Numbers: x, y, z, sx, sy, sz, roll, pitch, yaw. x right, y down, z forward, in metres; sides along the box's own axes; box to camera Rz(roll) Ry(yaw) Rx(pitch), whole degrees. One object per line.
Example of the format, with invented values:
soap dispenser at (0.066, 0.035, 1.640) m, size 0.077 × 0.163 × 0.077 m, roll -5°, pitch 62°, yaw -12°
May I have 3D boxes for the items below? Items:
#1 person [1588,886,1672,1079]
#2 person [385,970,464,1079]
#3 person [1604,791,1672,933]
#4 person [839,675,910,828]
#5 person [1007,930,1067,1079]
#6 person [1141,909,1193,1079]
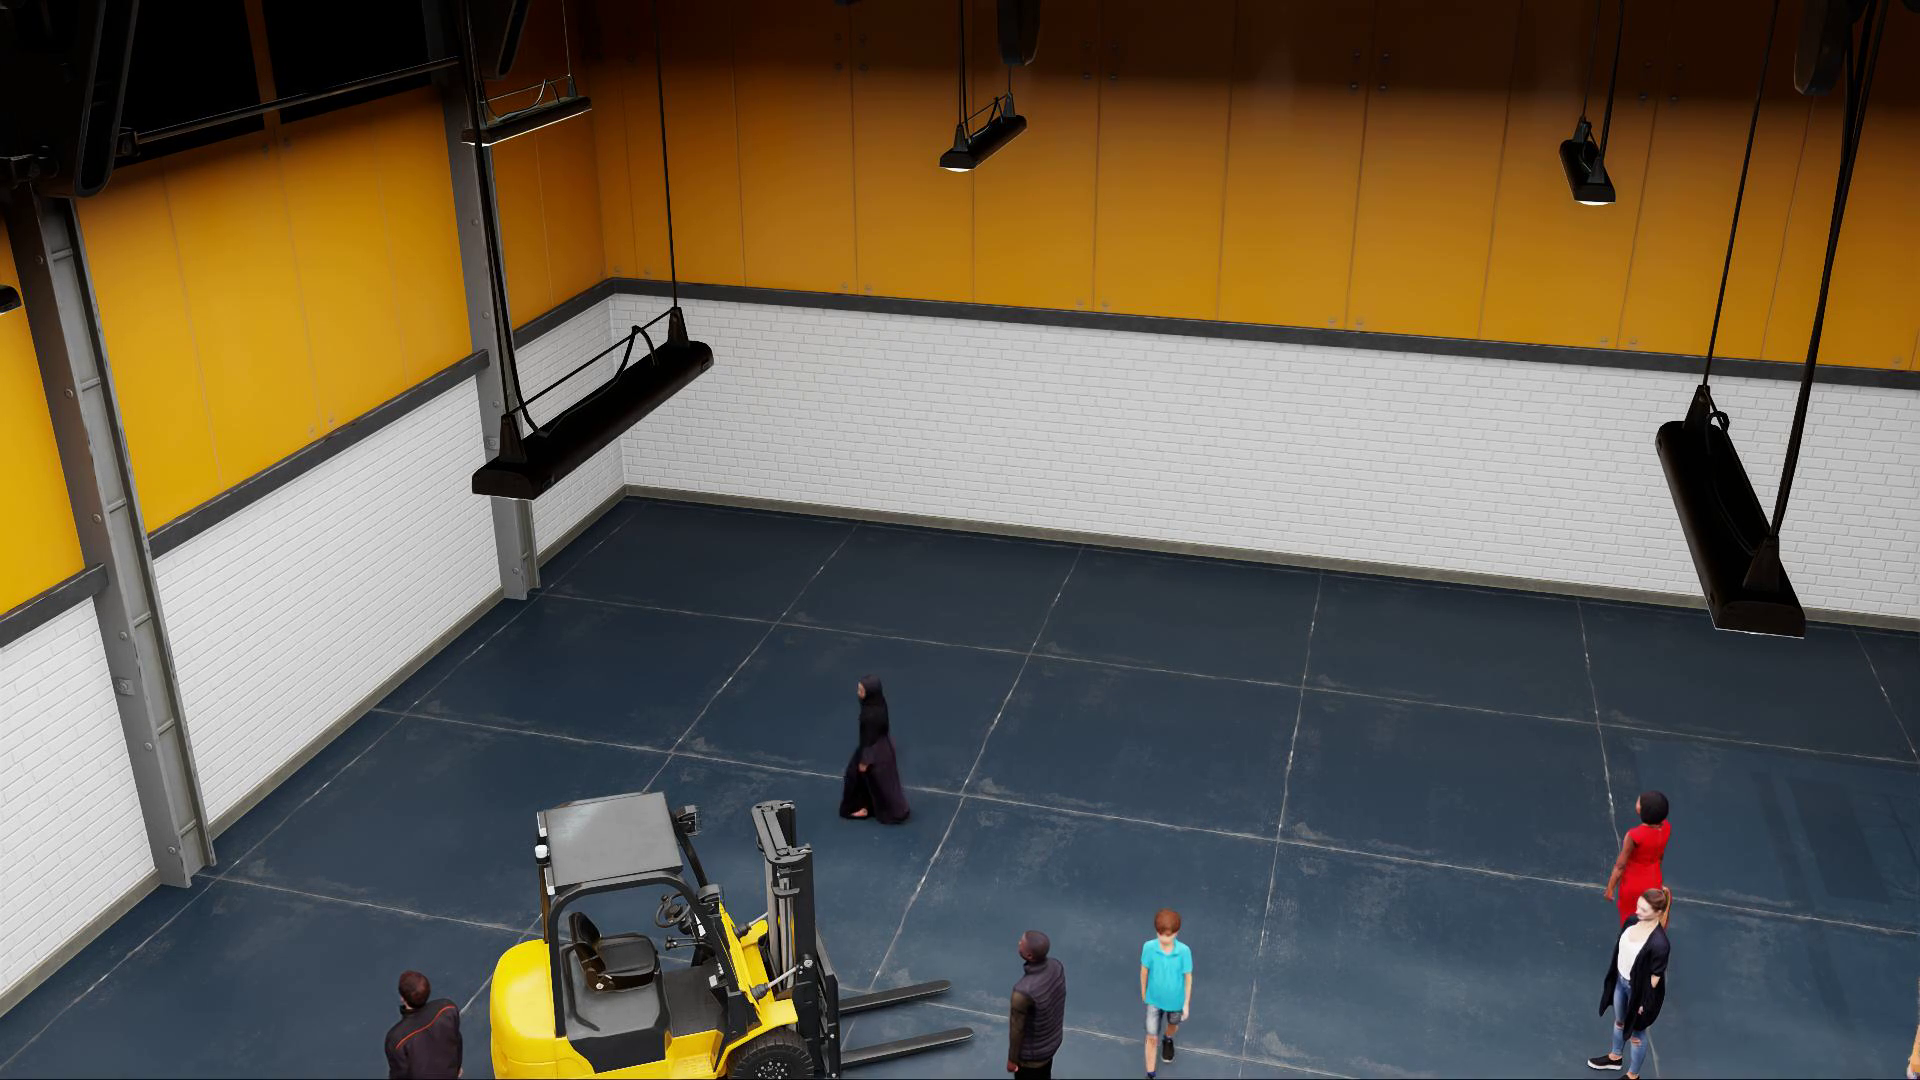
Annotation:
person at (4.880, 3.211, 11.981) m, size 0.775 × 1.691 × 0.655 m, roll -5°, pitch 24°, yaw -11°
person at (-3.475, 3.596, 10.916) m, size 0.844 × 1.839 × 0.647 m, roll 15°, pitch 28°, yaw 31°
person at (5.357, 2.757, 12.972) m, size 0.715 × 1.729 × 0.768 m, roll -11°, pitch 26°, yaw -23°
person at (-0.705, 1.887, 15.117) m, size 0.865 × 1.605 × 0.916 m, roll 1°, pitch 24°, yaw 3°
person at (0.513, 3.432, 11.293) m, size 0.804 × 1.836 × 0.624 m, roll 14°, pitch 27°, yaw 29°
person at (1.520, 3.286, 12.155) m, size 0.608 × 1.414 × 0.956 m, roll 3°, pitch 24°, yaw 6°
